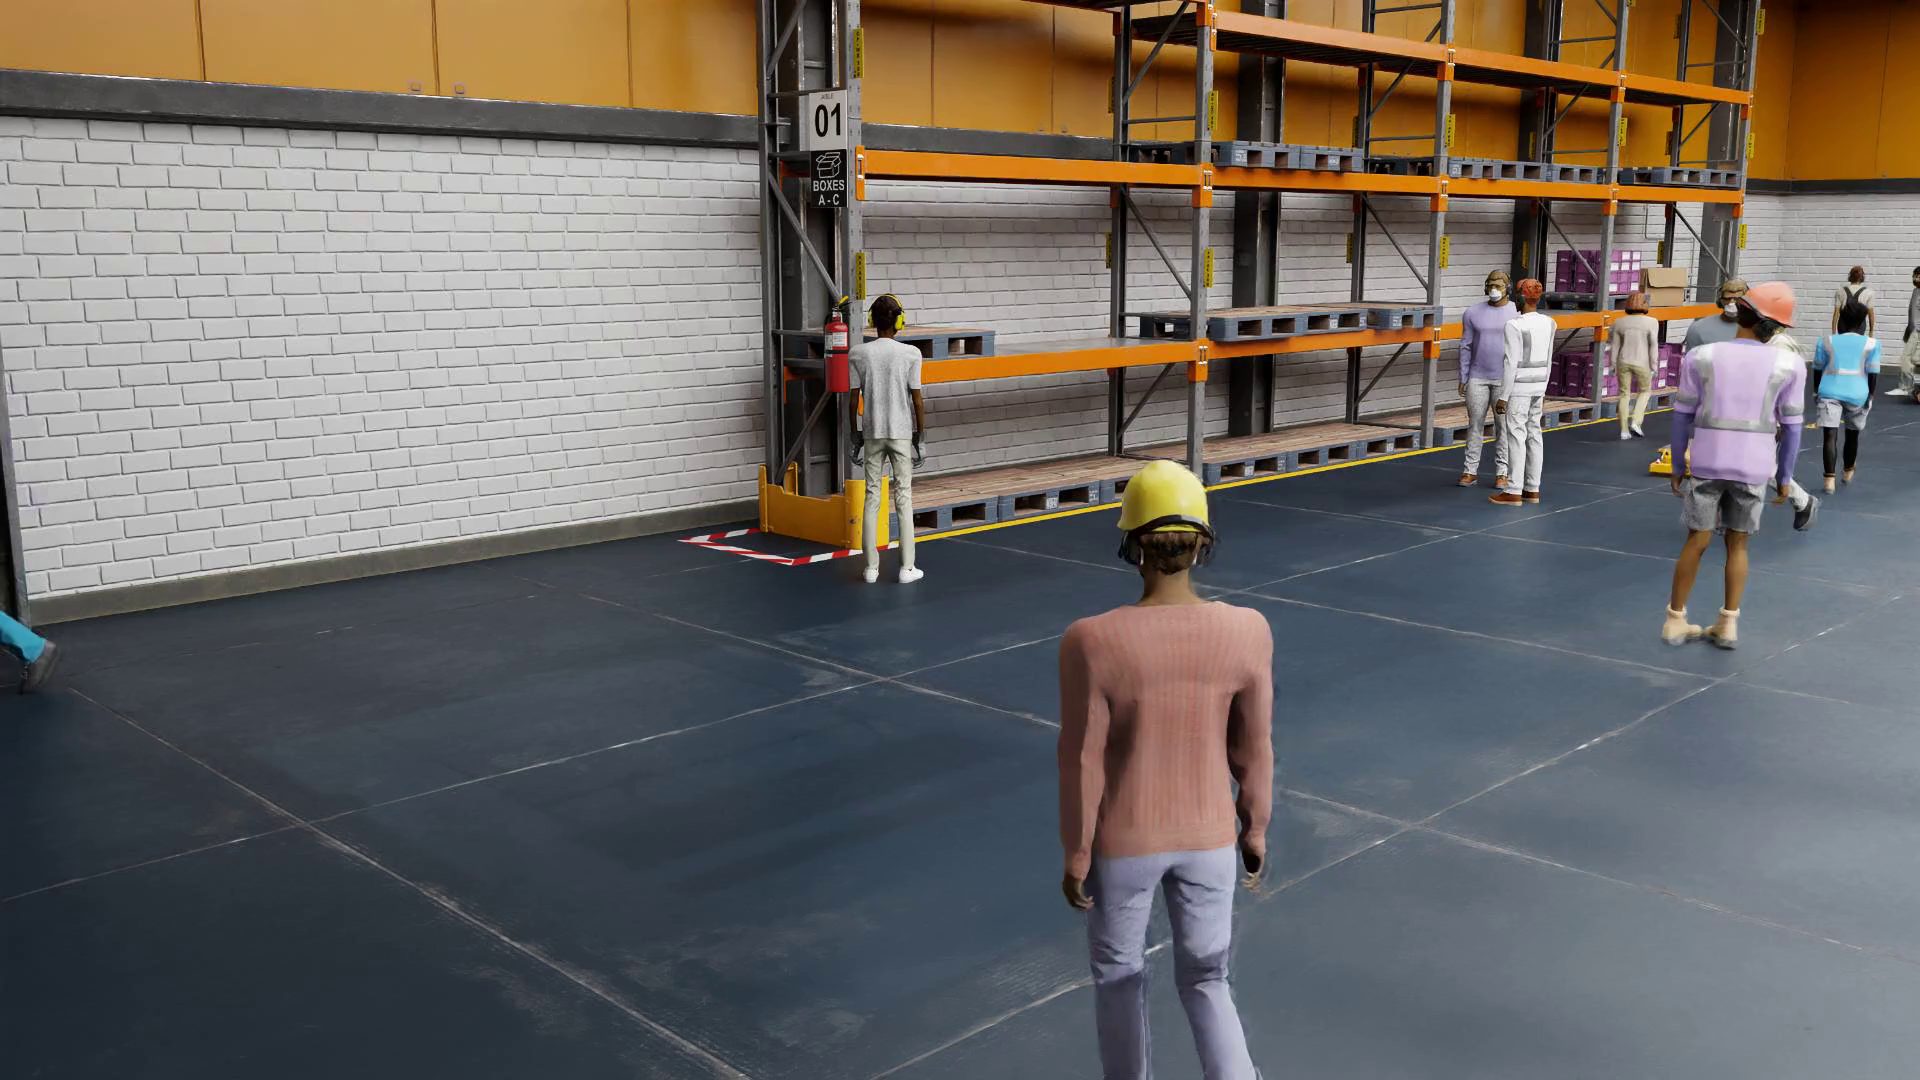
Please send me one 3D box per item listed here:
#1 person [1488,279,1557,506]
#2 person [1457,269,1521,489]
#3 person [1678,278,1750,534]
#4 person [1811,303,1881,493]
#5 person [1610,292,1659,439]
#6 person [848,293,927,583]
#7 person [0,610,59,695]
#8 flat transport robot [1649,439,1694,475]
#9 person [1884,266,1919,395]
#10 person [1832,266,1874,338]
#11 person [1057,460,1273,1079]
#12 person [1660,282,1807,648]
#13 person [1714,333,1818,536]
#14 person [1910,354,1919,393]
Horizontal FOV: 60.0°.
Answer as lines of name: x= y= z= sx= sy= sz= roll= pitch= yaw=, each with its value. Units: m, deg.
person: x=4.692 y=-1.226 z=13.860 sx=0.574 sy=1.883 sz=0.356 roll=-7 pitch=13 yaw=-34
person: x=4.733 y=-1.420 z=14.769 sx=0.627 sy=1.940 sz=0.372 roll=6 pitch=12 yaw=28
person: x=5.716 y=-0.992 z=12.475 sx=0.642 sy=1.917 sz=0.619 roll=8 pitch=13 yaw=37
person: x=7.800 y=-1.263 z=14.691 sx=0.537 sy=1.641 sz=0.884 roll=5 pitch=12 yaw=27
person: x=7.423 y=-1.915 z=18.314 sx=0.537 sy=1.614 sz=0.388 roll=8 pitch=13 yaw=38
person: x=-0.469 y=-0.648 z=10.745 sx=0.514 sy=1.872 sz=0.328 roll=1 pitch=10 yaw=7
person: x=-4.847 y=-0.095 z=7.892 sx=0.827 sy=1.816 sz=0.571 roll=-9 pitch=14 yaw=-42
flat transport robot: x=7.122 y=-0.795 z=15.909 sx=0.652 sy=0.197 sz=1.431 roll=7 pitch=13 yaw=35
person: x=13.440 y=-2.915 z=23.223 sx=0.734 sy=1.832 sz=0.532 roll=3 pitch=11 yaw=16
person: x=12.798 y=-3.013 z=23.853 sx=0.522 sy=1.804 sz=0.889 roll=7 pitch=13 yaw=34
person: x=0.485 y=0.693 z=3.789 sx=0.528 sy=1.742 sz=0.704 roll=-2 pitch=11 yaw=-12
person: x=4.163 y=-0.384 z=8.974 sx=0.635 sy=1.996 sz=0.419 roll=5 pitch=12 yaw=27
person: x=6.016 y=-0.911 z=12.392 sx=0.640 sy=1.793 sz=0.619 roll=0 pitch=10 yaw=-1
person: x=13.806 y=-3.025 z=23.628 sx=0.447 sy=1.905 sz=0.614 roll=8 pitch=13 yaw=38
